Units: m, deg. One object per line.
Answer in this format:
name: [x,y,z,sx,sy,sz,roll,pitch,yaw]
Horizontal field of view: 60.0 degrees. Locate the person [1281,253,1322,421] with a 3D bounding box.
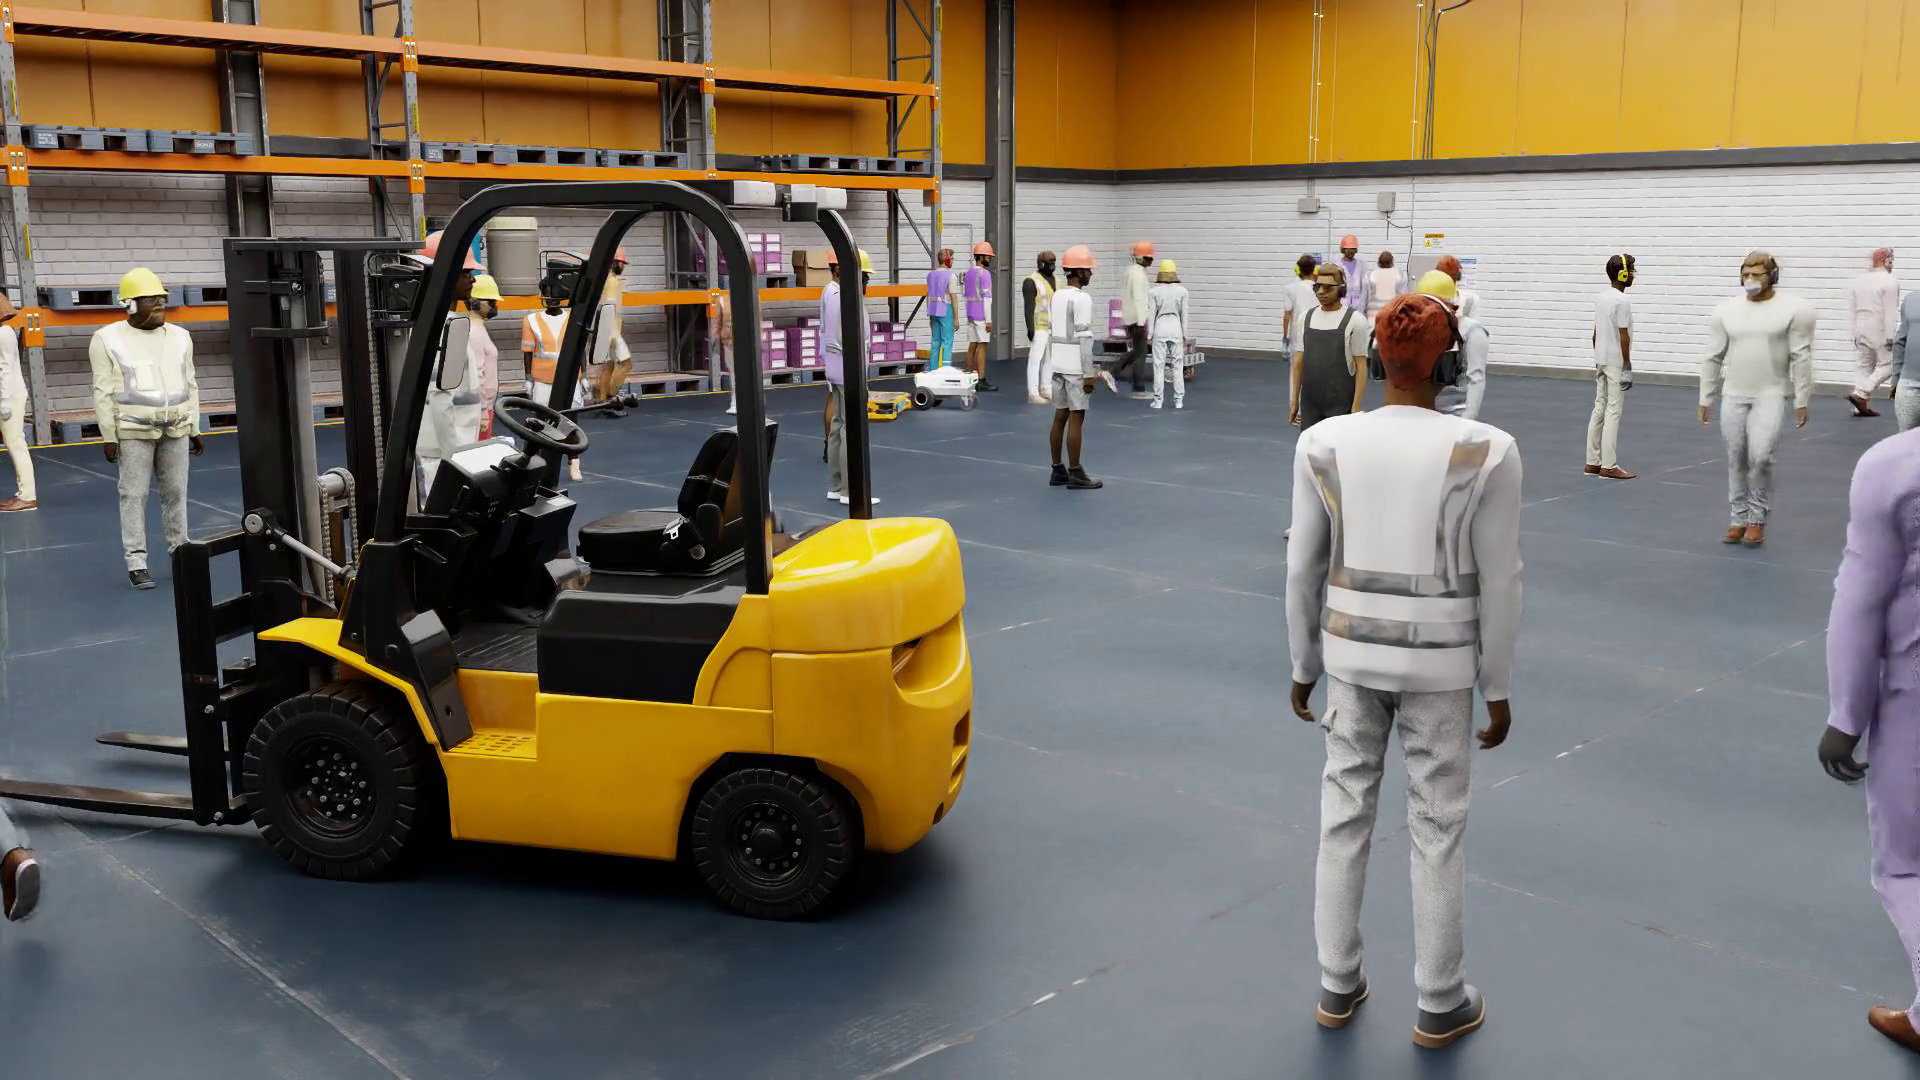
person: [3.701,-2.137,17.775,0.518,1.840,0.888,0,10,2]

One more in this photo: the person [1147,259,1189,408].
person: [2.433,-2.415,19.530,0.492,1.740,0.324,-1,10,-3]

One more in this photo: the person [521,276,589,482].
person: [-3.300,-1.306,13.601,0.540,1.695,0.317,-3,11,-18]

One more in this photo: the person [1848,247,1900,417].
person: [10.152,-2.293,18.450,0.451,1.891,0.662,-2,11,-8]

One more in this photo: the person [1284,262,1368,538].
person: [2.416,-0.899,10.980,0.514,1.843,0.333,8,13,38]

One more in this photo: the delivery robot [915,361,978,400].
delivery robot: [-0.156,-1.839,19.371,0.707,0.478,0.477,3,11,15]

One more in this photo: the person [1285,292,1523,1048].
person: [1.103,0.330,4.177,0.575,1.883,0.362,6,12,31]

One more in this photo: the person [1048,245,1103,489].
person: [0.918,-1.378,13.337,0.375,1.939,0.546,-5,12,-26]

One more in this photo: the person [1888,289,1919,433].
person: [7.002,-1.136,12.020,0.372,1.940,0.629,-4,11,-21]

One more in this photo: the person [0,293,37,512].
person: [-7.025,-1.020,12.245,0.280,1.624,0.493,-8,13,-36]

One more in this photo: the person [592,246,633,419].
person: [-3.851,-2.287,18.365,0.483,1.907,0.574,-5,12,-26]

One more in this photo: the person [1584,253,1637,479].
person: [5.464,-1.444,13.883,0.328,1.872,0.512,-2,10,-8]

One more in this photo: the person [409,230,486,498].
person: [-2.450,-0.460,8.043,0.386,2.045,0.605,-3,11,-15]

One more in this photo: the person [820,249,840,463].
person: [-1.065,-1.653,14.846,0.369,1.933,0.551,-1,10,-5]

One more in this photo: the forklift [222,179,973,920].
forklift: [-1.114,-0.058,5.440,2.313,2.155,1.214,2,11,13]

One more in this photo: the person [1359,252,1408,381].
person: [5.921,-3.131,23.307,0.645,1.793,0.984,2,11,10]

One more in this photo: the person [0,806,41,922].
person: [-2.941,0.372,4.642,0.528,1.619,0.512,3,11,18]

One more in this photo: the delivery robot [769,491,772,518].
delivery robot: [-1.468,-0.272,10.828,0.477,0.478,0.707,-4,11,-20]

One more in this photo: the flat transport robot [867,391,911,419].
flat transport robot: [-0.974,-1.524,18.683,0.652,0.197,1.431,1,10,7]

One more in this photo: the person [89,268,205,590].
person: [-4.668,-0.645,9.615,0.404,1.837,0.594,8,13,38]

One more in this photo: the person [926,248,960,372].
person: [-0.237,-2.995,22.406,0.373,1.843,0.569,-9,14,-41]

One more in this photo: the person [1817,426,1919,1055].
person: [2.335,0.409,3.752,0.656,1.884,0.766,0,10,-1]

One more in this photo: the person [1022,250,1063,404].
person: [1.032,-2.570,20.105,0.429,1.841,0.631,10,14,43]

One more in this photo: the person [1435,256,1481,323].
person: [4.277,-1.584,14.717,0.592,1.851,0.880,2,11,11]

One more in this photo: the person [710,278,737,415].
person: [-2.552,-2.197,18.699,0.557,1.602,0.769,3,11,14]

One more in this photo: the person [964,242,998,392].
person: [0.268,-2.902,21.657,0.376,1.934,0.547,-6,12,-29]

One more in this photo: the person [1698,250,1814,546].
person: [5.118,-0.903,10.792,0.664,1.917,0.566,10,14,44]

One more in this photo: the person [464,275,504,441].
person: [-3.156,-0.867,11.027,0.329,1.765,0.533,-3,11,-15]

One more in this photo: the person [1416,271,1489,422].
person: [2.990,-0.742,10.236,0.515,1.808,0.702,-7,13,-34]

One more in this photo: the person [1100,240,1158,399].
person: [2.114,-2.704,20.488,0.600,1.968,0.640,0,10,-2]

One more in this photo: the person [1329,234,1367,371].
person: [5.631,-3.405,24.150,0.629,2.034,0.413,-2,11,-12]

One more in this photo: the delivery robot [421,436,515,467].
delivery robot: [-3.870,-0.684,13.073,0.707,0.478,0.477,-3,11,-17]

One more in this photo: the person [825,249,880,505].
person: [-0.815,-1.225,12.543,0.385,1.922,0.594,-5,11,-24]
